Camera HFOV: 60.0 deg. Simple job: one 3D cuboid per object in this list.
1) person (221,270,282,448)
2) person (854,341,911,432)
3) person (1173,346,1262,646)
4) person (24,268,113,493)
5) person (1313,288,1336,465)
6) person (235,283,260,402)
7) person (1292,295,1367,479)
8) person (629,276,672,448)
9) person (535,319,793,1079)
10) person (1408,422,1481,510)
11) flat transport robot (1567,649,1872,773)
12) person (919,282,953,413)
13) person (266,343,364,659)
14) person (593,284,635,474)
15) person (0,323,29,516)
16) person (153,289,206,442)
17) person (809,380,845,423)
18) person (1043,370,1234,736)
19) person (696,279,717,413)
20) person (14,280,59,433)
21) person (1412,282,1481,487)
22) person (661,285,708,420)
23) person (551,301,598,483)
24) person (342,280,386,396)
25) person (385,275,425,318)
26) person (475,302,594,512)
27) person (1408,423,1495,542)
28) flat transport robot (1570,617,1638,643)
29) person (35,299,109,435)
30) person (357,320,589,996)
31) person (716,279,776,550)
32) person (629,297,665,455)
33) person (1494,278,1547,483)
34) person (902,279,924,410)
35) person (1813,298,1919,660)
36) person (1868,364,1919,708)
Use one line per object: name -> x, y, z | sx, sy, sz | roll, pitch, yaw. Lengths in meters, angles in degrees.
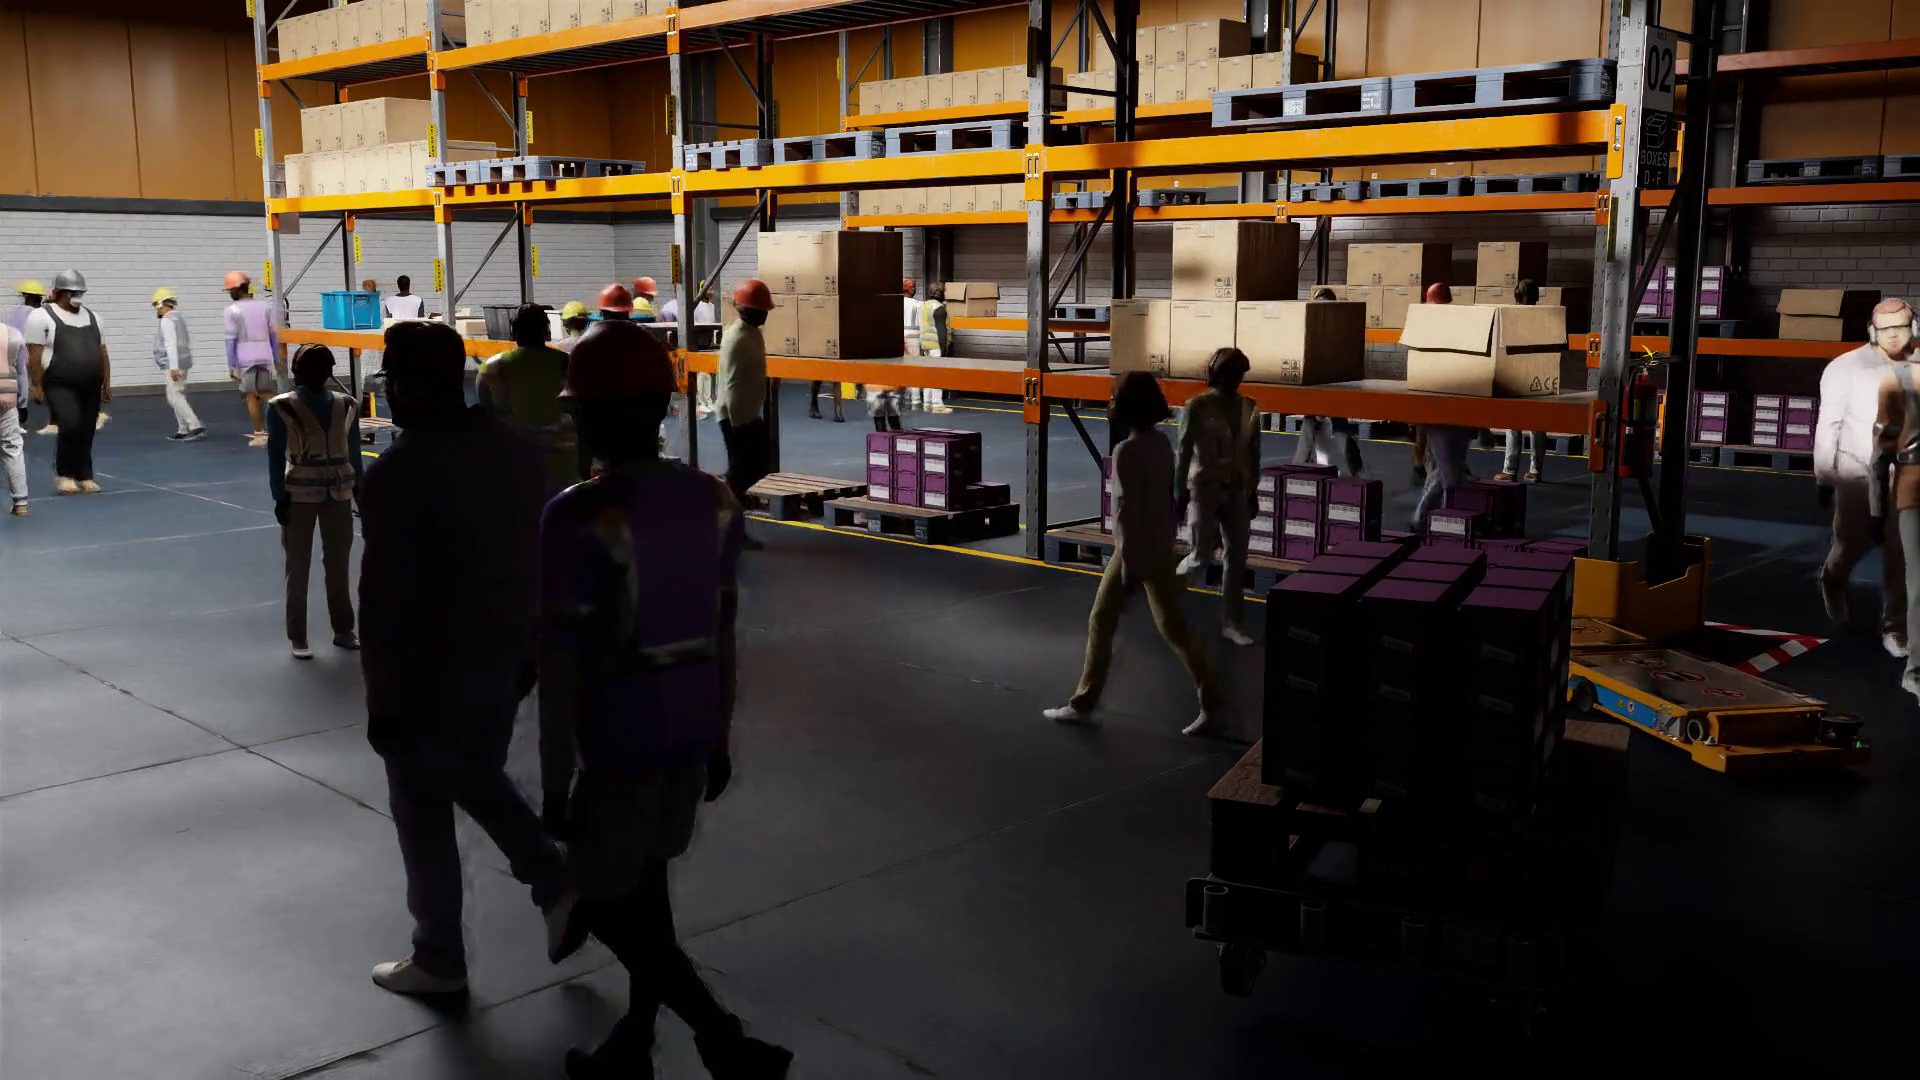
person -> -7.954, -2.018, 18.696 | 0.538, 2.008, 0.669 | 6, 11, 33
person -> -0.783, -1.511, 16.593 | 0.553, 1.660, 0.456 | -3, 10, -18
person -> 1.348, -0.249, 9.013 | 0.555, 1.615, 0.536 | -5, 10, -26
person -> -7.919, -1.417, 14.902 | 0.536, 2.000, 0.698 | 5, 11, 29
person -> 3.325, -1.425, 15.581 | 0.520, 1.843, 0.647 | -4, 10, -25
person -> -10.769, -2.992, 25.213 | 0.607, 1.816, 0.521 | 0, 9, 0
person -> 3.241, -1.247, 14.629 | 0.531, 1.797, 0.973 | -8, 12, -40
person -> -3.688, -2.041, 19.043 | 0.945, 1.951, 0.624 | 6, 11, 31
person -> -0.684, 0.456, 3.813 | 0.757, 1.915, 0.551 | 7, 12, 38
person -> 3.763, -0.869, 12.851 | 0.514, 1.614, 0.638 | -4, 10, -23
flat transport robot -> 3.200, 0.708, 7.281 | 0.652, 0.197, 1.431 | -2, 9, -10
person -> -0.325, -2.692, 23.407 | 0.429, 1.832, 0.694 | -5, 10, -26
person -> -3.363, -0.211, 8.728 | 0.310, 1.642, 0.514 | 9, 13, 43
person -> -2.322, -0.802, 11.508 | 0.582, 1.907, 0.788 | -6, 11, -35
person -> -7.889, -1.086, 13.481 | 0.429, 1.842, 0.632 | 8, 12, 39
person -> -9.173, -2.044, 19.534 | 0.529, 1.791, 0.640 | -2, 9, -13
person -> -1.777, -2.534, 22.175 | 0.541, 1.906, 0.948 | -3, 10, -19
person -> 0.814, 0.063, 7.204 | 0.856, 1.591, 0.518 | 6, 11, 33
person -> -3.581, -2.738, 23.511 | 0.328, 1.876, 0.513 | 4, 10, 22
person -> -11.431, -2.255, 20.515 | 0.599, 1.890, 0.889 | 6, 11, 34
person -> 4.391, -1.369, 15.064 | 0.563, 1.889, 0.934 | -3, 10, -19
person -> -3.735, -2.584, 22.522 | 1.014, 1.897, 0.630 | 8, 12, 42
person -> -3.252, -1.144, 14.113 | 0.391, 1.750, 0.543 | 9, 13, 43
person -> -9.316, -3.162, 26.200 | 0.603, 1.842, 0.925 | 6, 11, 31
person -> -8.623, -3.155, 25.924 | 0.591, 1.922, 0.392 | -1, 9, -8
person -> -2.336, -0.388, 9.205 | 0.627, 1.843, 0.429 | -3, 10, -16
person -> 3.508, -0.786, 11.990 | 0.531, 1.731, 0.870 | -4, 10, -25
flat transport robot -> 2.746, 0.553, 8.235 | 1.431, 0.197, 0.652 | -2, 9, -10
person -> -10.841, -2.095, 20.207 | 0.788, 1.663, 0.525 | -3, 10, -19
person -> -1.362, 0.345, 4.561 | 0.545, 1.886, 0.660 | 4, 10, 25
person -> -1.576, -0.881, 11.907 | 0.662, 1.952, 0.655 | 2, 9, 12
person -> -3.434, -1.747, 17.907 | 0.658, 1.716, 0.508 | 9, 13, 44
person -> 5.314, -1.490, 15.675 | 0.628, 1.935, 0.373 | -2, 9, -10
person -> -0.737, -2.805, 23.890 | 0.587, 1.882, 0.342 | 4, 10, 23
person -> 4.903, -0.351, 8.892 | 0.659, 1.876, 0.783 | 3, 10, 16
person -> 4.503, -0.147, 7.548 | 0.591, 1.896, 0.734 | 1, 9, 6
